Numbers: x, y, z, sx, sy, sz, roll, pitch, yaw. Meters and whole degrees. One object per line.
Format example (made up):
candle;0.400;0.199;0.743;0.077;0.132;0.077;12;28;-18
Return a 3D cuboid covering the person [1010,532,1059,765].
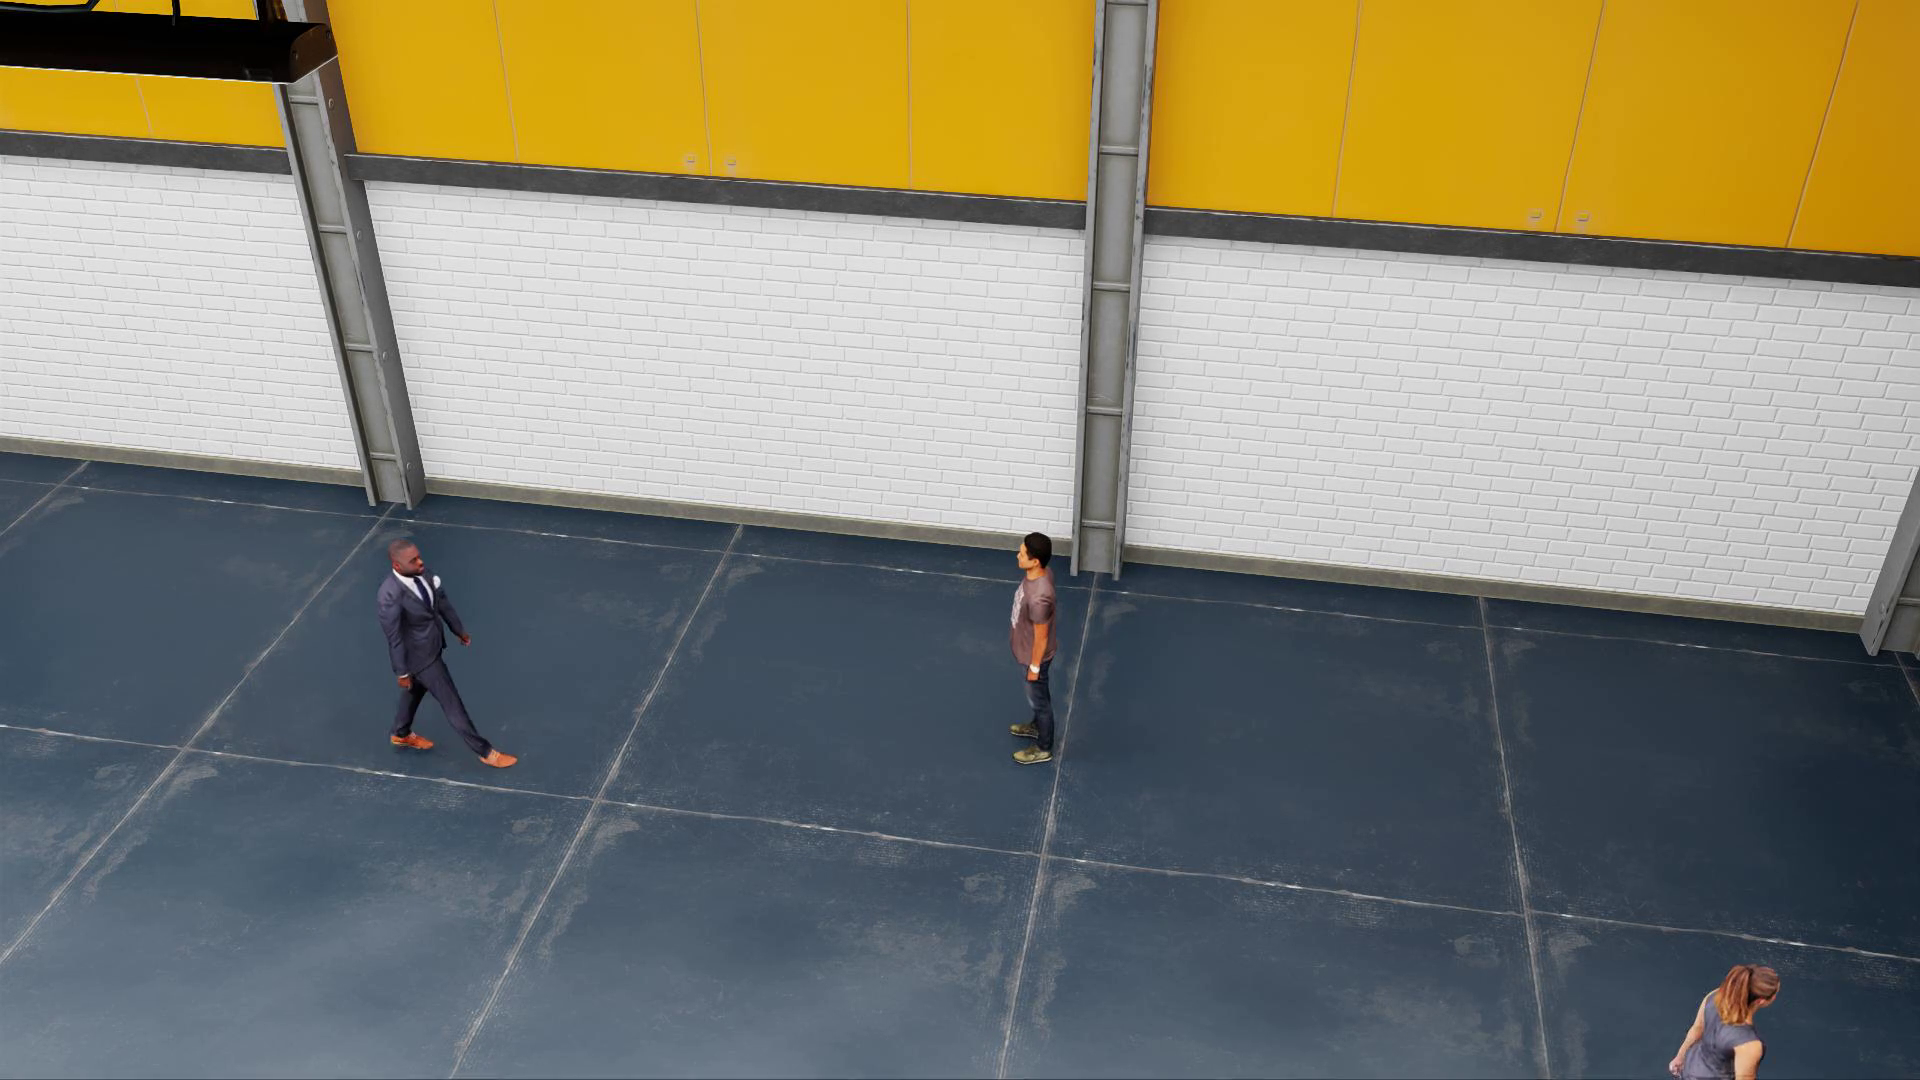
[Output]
person;0.513;0.708;11.029;0.608;1.778;0.673;-1;34;-1

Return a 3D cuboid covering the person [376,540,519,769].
person;-3.612;0.746;10.968;1.186;1.781;0.727;4;34;7

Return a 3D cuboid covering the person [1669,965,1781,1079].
person;3.562;2.711;8.117;1.224;1.666;0.745;0;34;-1
